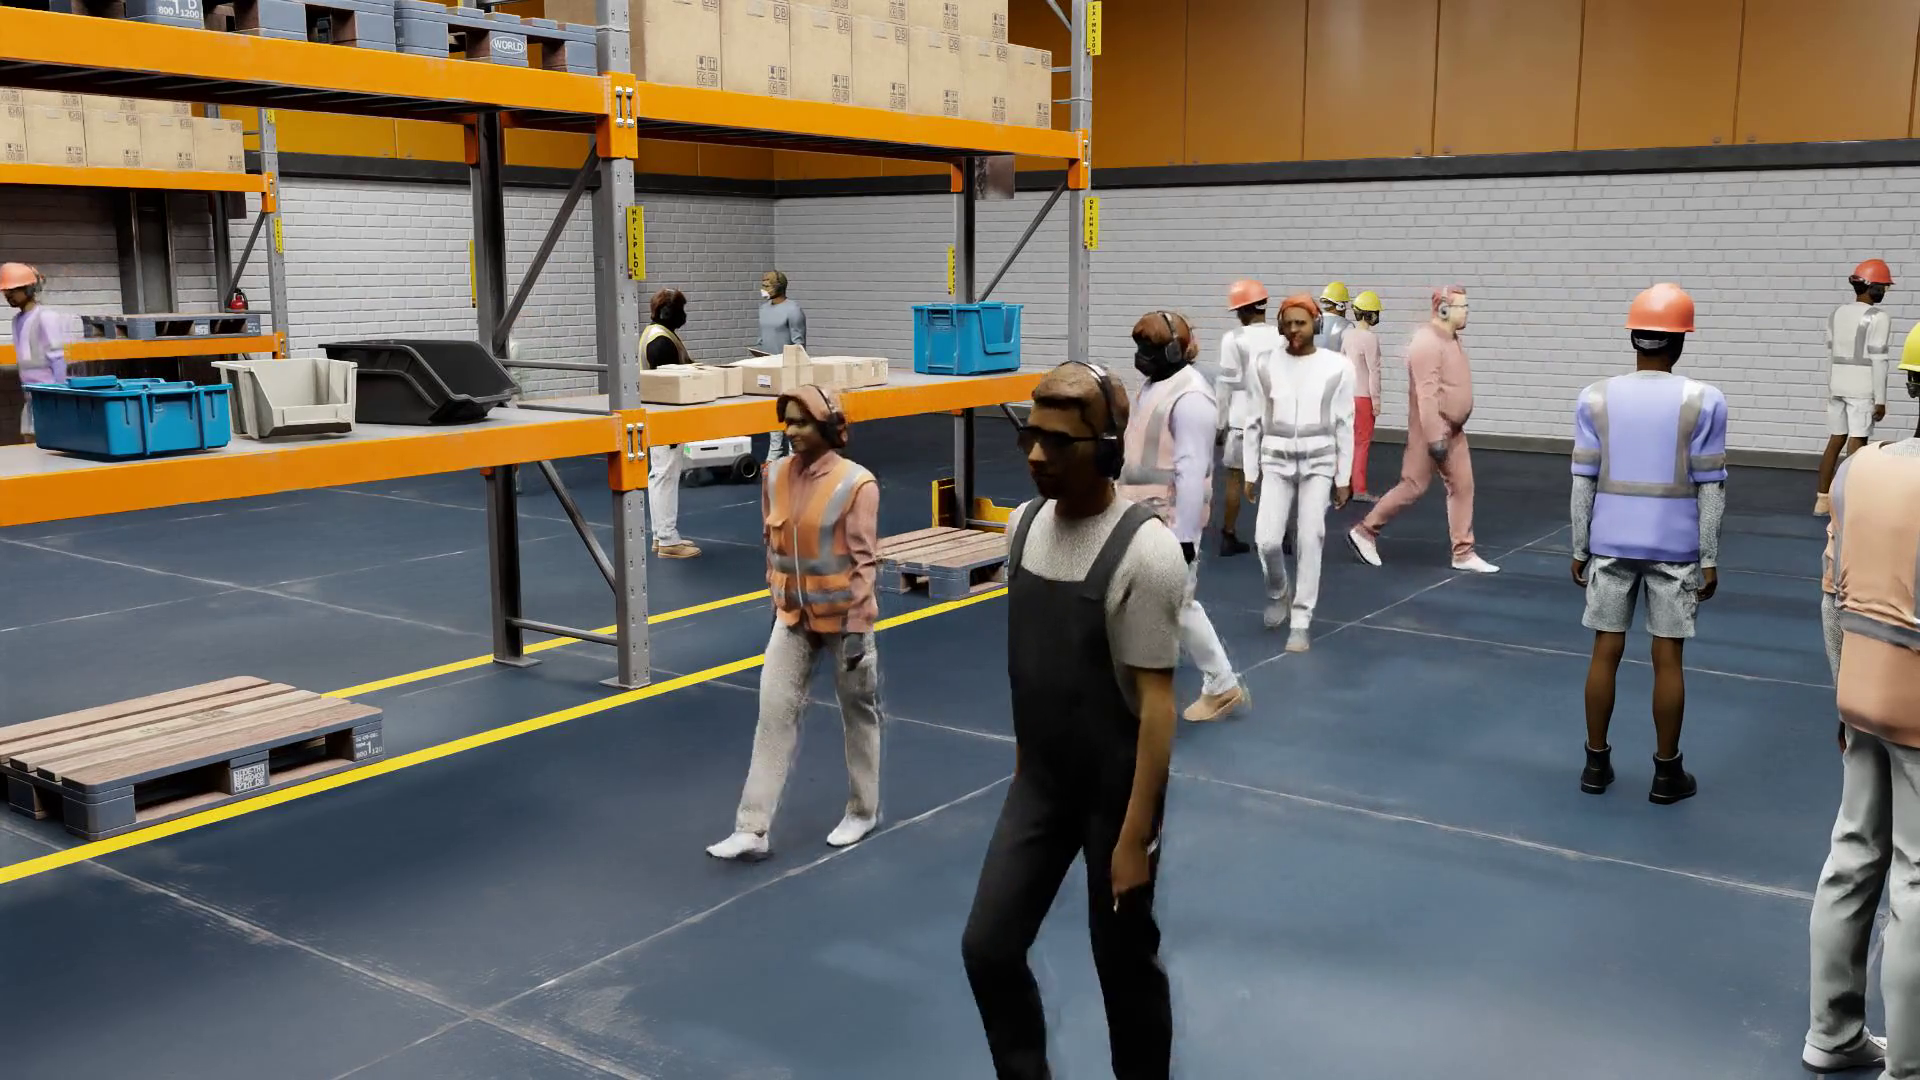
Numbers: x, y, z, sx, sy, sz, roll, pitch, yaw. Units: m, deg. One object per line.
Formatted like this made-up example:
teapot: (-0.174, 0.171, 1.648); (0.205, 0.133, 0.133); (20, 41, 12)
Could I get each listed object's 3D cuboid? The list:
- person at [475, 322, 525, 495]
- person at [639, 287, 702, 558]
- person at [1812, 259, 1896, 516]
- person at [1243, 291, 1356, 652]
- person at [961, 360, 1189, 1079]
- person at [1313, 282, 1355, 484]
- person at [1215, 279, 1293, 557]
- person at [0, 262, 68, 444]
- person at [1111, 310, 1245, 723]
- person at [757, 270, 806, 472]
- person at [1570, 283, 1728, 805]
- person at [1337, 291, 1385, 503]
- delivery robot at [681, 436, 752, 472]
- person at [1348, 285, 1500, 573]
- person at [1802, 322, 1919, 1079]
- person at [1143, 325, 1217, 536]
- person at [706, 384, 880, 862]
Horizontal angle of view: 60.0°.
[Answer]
person: (-3.966, -1.139, 14.055); (0.512, 1.618, 0.679); (5, 11, 28)
person: (-1.987, -0.800, 11.401); (0.429, 1.844, 0.621); (-3, 10, -15)
person: (7.002, -1.156, 12.962); (0.395, 2.038, 0.607); (-2, 10, -10)
person: (1.770, -0.361, 8.711); (0.576, 1.871, 0.469); (3, 10, 16)
person: (0.208, 0.543, 3.460); (0.661, 1.818, 0.560); (-8, 12, -38)
person: (3.380, -1.427, 15.154); (0.403, 1.830, 0.598); (-7, 12, -36)
person: (2.022, -0.821, 11.369); (0.567, 1.904, 0.448); (-2, 10, -14)
person: (-7.047, -1.151, 12.993); (0.666, 2.008, 0.793); (7, 12, 37)
person: (0.882, -0.083, 7.208); (0.778, 1.820, 0.640); (-3, 10, -15)
person: (-1.700, -1.582, 15.774); (0.377, 1.937, 0.629); (-9, 13, -42)
person: (2.569, 0.018, 6.238); (0.543, 1.939, 0.360); (6, 11, 34)
person: (3.390, -1.198, 13.990); (0.310, 1.768, 0.533); (-3, 10, -16)
delivery robot: (-2.250, -0.822, 15.070); (0.707, 0.478, 0.477); (-8, 12, -38)
person: (3.048, -0.727, 10.869); (0.910, 1.879, 0.630); (7, 12, 36)
person: (2.277, 0.410, 3.936); (0.363, 1.928, 0.587); (-2, 10, -9)
person: (1.488, -0.661, 11.250); (0.503, 1.616, 0.605); (3, 10, 18)
person: (-0.531, 0.295, 5.541); (0.545, 1.602, 0.782); (7, 12, 34)
